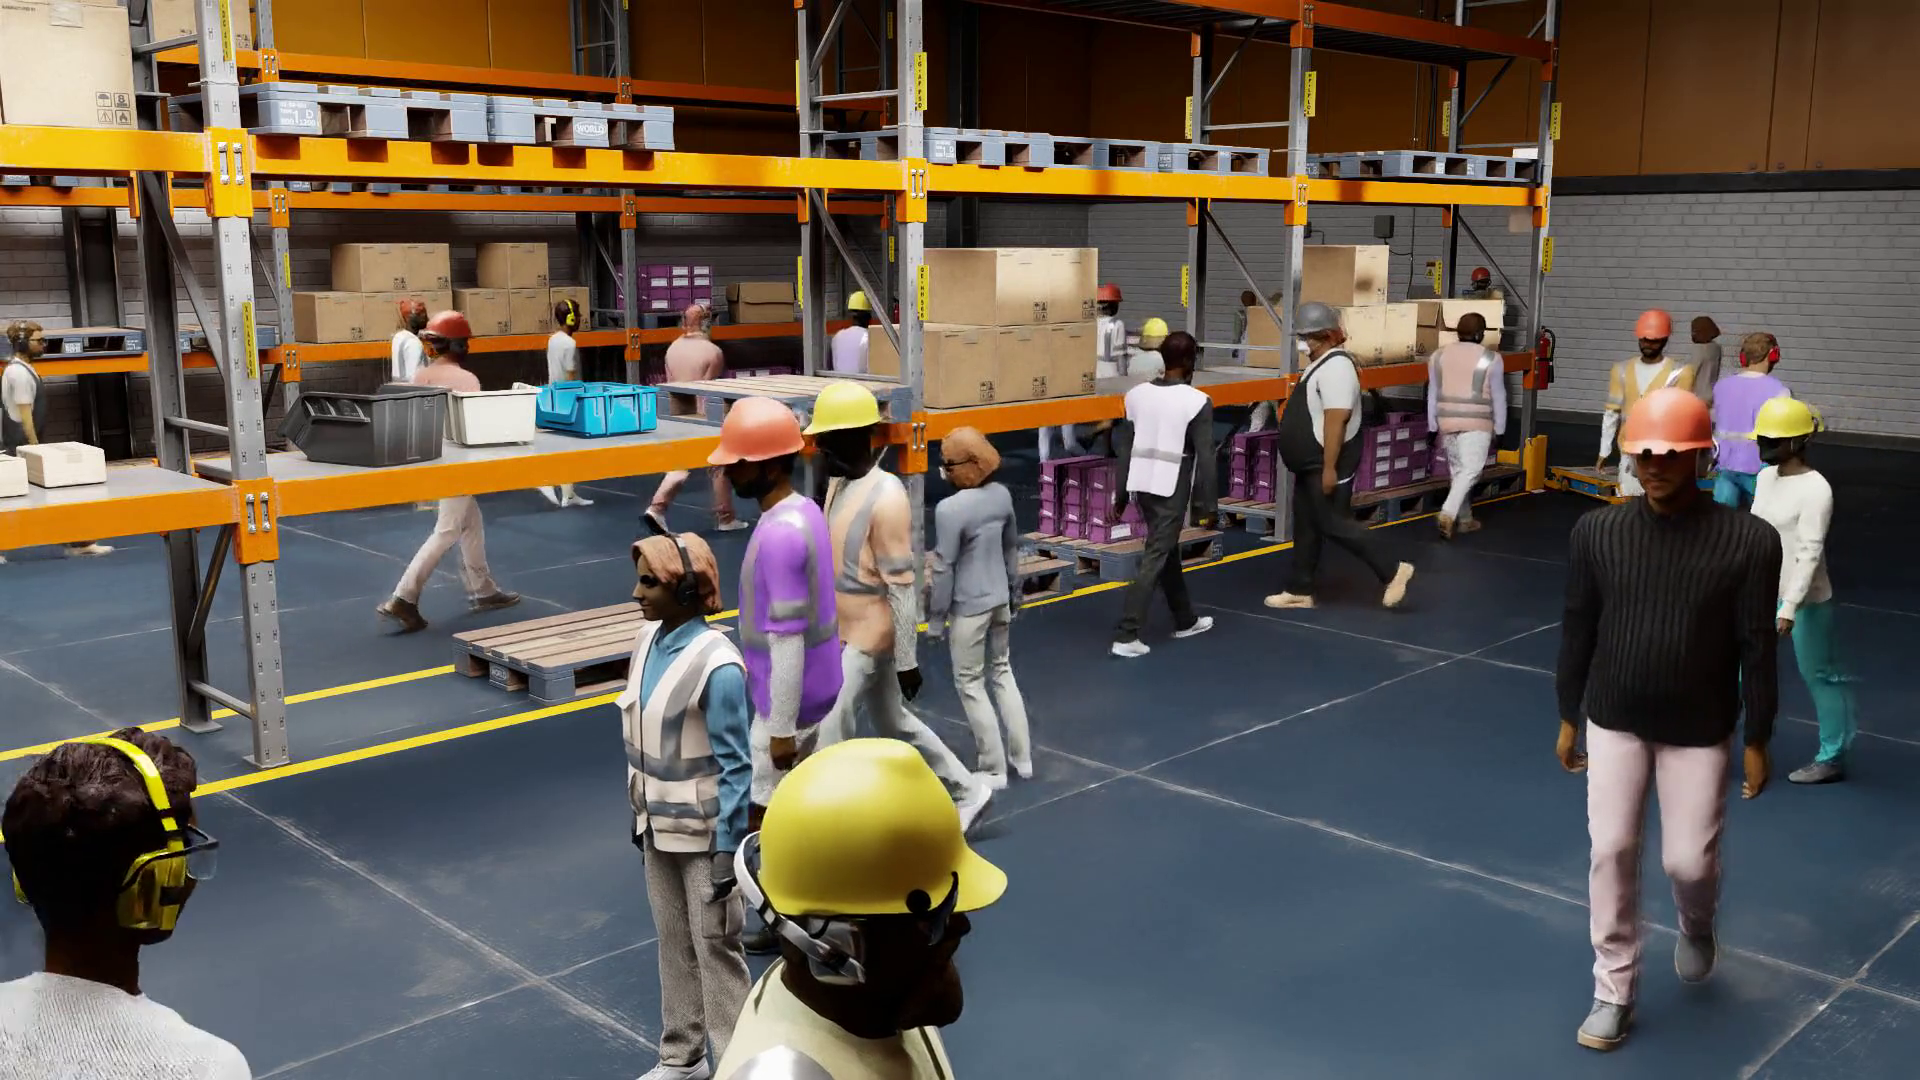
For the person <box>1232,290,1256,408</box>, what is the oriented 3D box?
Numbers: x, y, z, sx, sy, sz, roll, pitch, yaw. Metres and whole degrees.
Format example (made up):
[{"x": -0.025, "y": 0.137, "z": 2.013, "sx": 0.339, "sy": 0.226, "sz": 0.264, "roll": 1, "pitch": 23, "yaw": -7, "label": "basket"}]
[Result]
[{"x": 4.044, "y": -2.672, "z": 23.319, "sx": 0.515, "sy": 1.636, "sz": 0.315, "roll": -5, "pitch": 12, "yaw": -26, "label": "person"}]

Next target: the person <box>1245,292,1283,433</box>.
[{"x": 2.945, "y": -1.400, "z": 15.726, "sx": 0.631, "sy": 1.884, "sz": 1.057, "roll": 8, "pitch": 13, "yaw": 38, "label": "person"}]

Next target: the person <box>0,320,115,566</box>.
[{"x": -6.853, "y": -0.706, "z": 12.162, "sx": 0.971, "sy": 1.804, "sz": 0.531, "roll": -5, "pitch": 11, "yaw": -24, "label": "person"}]

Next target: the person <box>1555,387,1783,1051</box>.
[{"x": 2.104, "y": 0.520, "z": 4.985, "sx": 0.630, "sy": 1.972, "sz": 0.622, "roll": 8, "pitch": 13, "yaw": 36, "label": "person"}]

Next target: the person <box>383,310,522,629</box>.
[{"x": -3.222, "y": -0.447, "z": 10.343, "sx": 0.604, "sy": 1.959, "sz": 0.997, "roll": 10, "pitch": 14, "yaw": 43, "label": "person"}]

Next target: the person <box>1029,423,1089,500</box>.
[{"x": 0.967, "y": -1.242, "z": 15.261, "sx": 0.527, "sy": 1.743, "sz": 0.730, "roll": 9, "pitch": 14, "yaw": 41, "label": "person"}]

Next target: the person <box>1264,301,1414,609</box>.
[{"x": 2.447, "y": -0.543, "z": 10.606, "sx": 0.861, "sy": 2.000, "sz": 0.721, "roll": 1, "pitch": 10, "yaw": 5, "label": "person"}]

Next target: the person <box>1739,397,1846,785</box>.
[{"x": 3.497, "y": 0.243, "z": 7.184, "sx": 0.945, "sy": 1.706, "sz": 0.534, "roll": -1, "pitch": 10, "yaw": -7, "label": "person"}]

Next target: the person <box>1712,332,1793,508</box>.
[{"x": 5.062, "y": -0.433, "z": 10.709, "sx": 0.947, "sy": 1.791, "sz": 0.562, "roll": -6, "pitch": 12, "yaw": -30, "label": "person"}]

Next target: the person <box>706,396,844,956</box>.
[{"x": -0.510, "y": 0.484, "z": 5.363, "sx": 0.540, "sy": 1.913, "sz": 0.598, "roll": 1, "pitch": 10, "yaw": 5, "label": "person"}]

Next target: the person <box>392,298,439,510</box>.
[{"x": -4.799, "y": -1.171, "z": 14.499, "sx": 0.548, "sy": 1.865, "sz": 0.593, "roll": -6, "pitch": 12, "yaw": -30, "label": "person"}]

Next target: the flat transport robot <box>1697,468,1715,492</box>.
[{"x": 6.969, "y": -0.580, "z": 15.638, "sx": 1.431, "sy": 0.197, "sz": 0.652, "roll": -2, "pitch": 11, "yaw": -9, "label": "flat transport robot"}]

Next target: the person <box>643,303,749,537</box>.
[{"x": -2.129, "y": -0.954, "z": 13.307, "sx": 0.651, "sy": 1.879, "sz": 0.892, "roll": 9, "pitch": 14, "yaw": 40, "label": "person"}]

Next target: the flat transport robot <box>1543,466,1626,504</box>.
[{"x": 5.992, "y": -0.502, "z": 15.209, "sx": 0.652, "sy": 0.197, "sz": 1.431, "roll": -2, "pitch": 11, "yaw": -9, "label": "flat transport robot"}]

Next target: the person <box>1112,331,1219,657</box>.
[{"x": 1.192, "y": -0.272, "z": 9.647, "sx": 0.987, "sy": 1.860, "sz": 0.620, "roll": -10, "pitch": 14, "yaw": -43, "label": "person"}]

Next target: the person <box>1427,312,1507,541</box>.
[{"x": 4.007, "y": -0.908, "z": 13.232, "sx": 0.635, "sy": 1.812, "sz": 0.879, "roll": 10, "pitch": 14, "yaw": 43, "label": "person"}]

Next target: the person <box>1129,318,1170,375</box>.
[{"x": 1.635, "y": -1.073, "z": 14.430, "sx": 0.891, "sy": 1.698, "sz": 0.501, "roll": -10, "pitch": 14, "yaw": -43, "label": "person"}]

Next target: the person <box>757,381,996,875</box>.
[{"x": -0.294, "y": 0.328, "z": 6.323, "sx": 0.956, "sy": 1.886, "sz": 0.578, "roll": -3, "pitch": 11, "yaw": -18, "label": "person"}]

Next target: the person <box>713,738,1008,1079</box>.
[{"x": -0.113, "y": 1.129, "z": 2.055, "sx": 0.403, "sy": 1.833, "sz": 0.590, "roll": 0, "pitch": 10, "yaw": 2, "label": "person"}]

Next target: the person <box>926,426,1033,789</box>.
[{"x": 0.087, "y": 0.298, "z": 7.208, "sx": 0.303, "sy": 1.609, "sz": 0.597, "roll": 8, "pitch": 13, "yaw": 36, "label": "person"}]

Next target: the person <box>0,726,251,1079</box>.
[{"x": -1.064, "y": 1.145, "z": 2.040, "sx": 0.532, "sy": 1.817, "sz": 0.975, "roll": 3, "pitch": 11, "yaw": 15, "label": "person"}]

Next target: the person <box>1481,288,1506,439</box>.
[{"x": 5.222, "y": -1.632, "z": 16.986, "sx": 0.943, "sy": 1.893, "sz": 0.687, "roll": 5, "pitch": 12, "yaw": 26, "label": "person"}]

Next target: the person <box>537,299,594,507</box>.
[{"x": -3.506, "y": -1.182, "z": 14.624, "sx": 0.493, "sy": 1.857, "sz": 0.522, "roll": -8, "pitch": 13, "yaw": -37, "label": "person"}]

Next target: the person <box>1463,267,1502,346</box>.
[{"x": 6.714, "y": -2.526, "z": 21.541, "sx": 0.610, "sy": 1.996, "sz": 0.378, "roll": -3, "pitch": 11, "yaw": -14, "label": "person"}]

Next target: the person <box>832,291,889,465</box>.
[{"x": -0.867, "y": -1.242, "z": 14.756, "sx": 0.621, "sy": 1.910, "sz": 0.424, "roll": 8, "pitch": 13, "yaw": 38, "label": "person"}]

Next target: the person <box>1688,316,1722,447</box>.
[{"x": 7.299, "y": -1.402, "z": 16.428, "sx": 0.527, "sy": 1.619, "sz": 0.375, "roll": -8, "pitch": 13, "yaw": -37, "label": "person"}]

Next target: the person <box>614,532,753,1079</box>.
[{"x": -0.730, "y": 0.784, "z": 4.462, "sx": 0.307, "sy": 1.639, "sz": 0.525, "roll": -8, "pitch": 13, "yaw": -37, "label": "person"}]

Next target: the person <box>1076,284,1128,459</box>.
[{"x": 1.457, "y": -1.661, "z": 17.044, "sx": 0.723, "sy": 1.919, "sz": 0.561, "roll": -7, "pitch": 12, "yaw": -33, "label": "person"}]

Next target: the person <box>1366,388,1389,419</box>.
[{"x": 5.181, "y": -2.520, "z": 21.792, "sx": 0.933, "sy": 1.903, "sz": 0.554, "roll": 8, "pitch": 13, "yaw": 38, "label": "person"}]

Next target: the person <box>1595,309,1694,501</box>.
[{"x": 4.638, "y": -0.604, "z": 11.283, "sx": 0.561, "sy": 1.914, "sz": 0.551, "roll": -9, "pitch": 14, "yaw": -41, "label": "person"}]
